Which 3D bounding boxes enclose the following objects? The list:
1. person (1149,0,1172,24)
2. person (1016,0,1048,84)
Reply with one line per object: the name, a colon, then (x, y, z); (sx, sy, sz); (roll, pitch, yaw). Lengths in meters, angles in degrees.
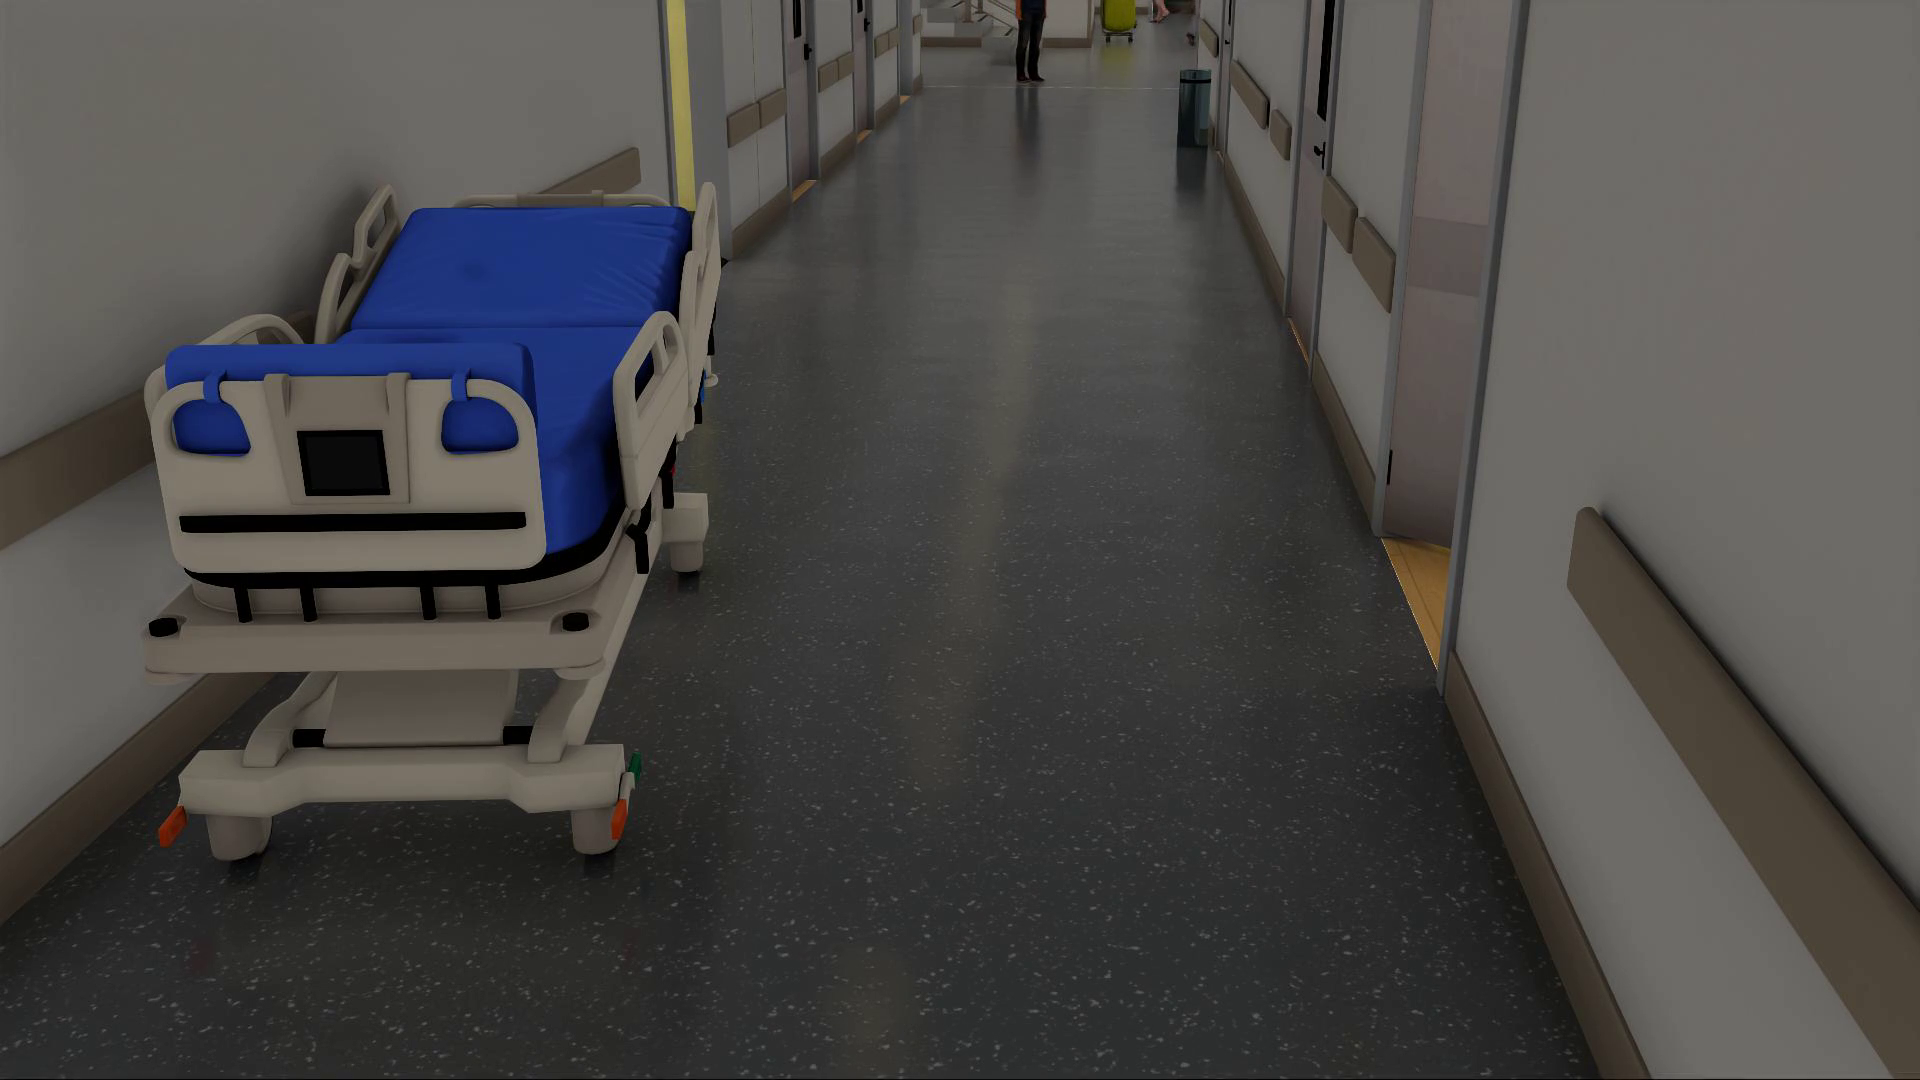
person: (4.076, -11.331, 33.403); (0.739, 1.822, 0.689); (5, 21, 12)
person: (0.919, -6.969, 21.904); (0.702, 1.809, 0.770); (-15, 26, -35)
